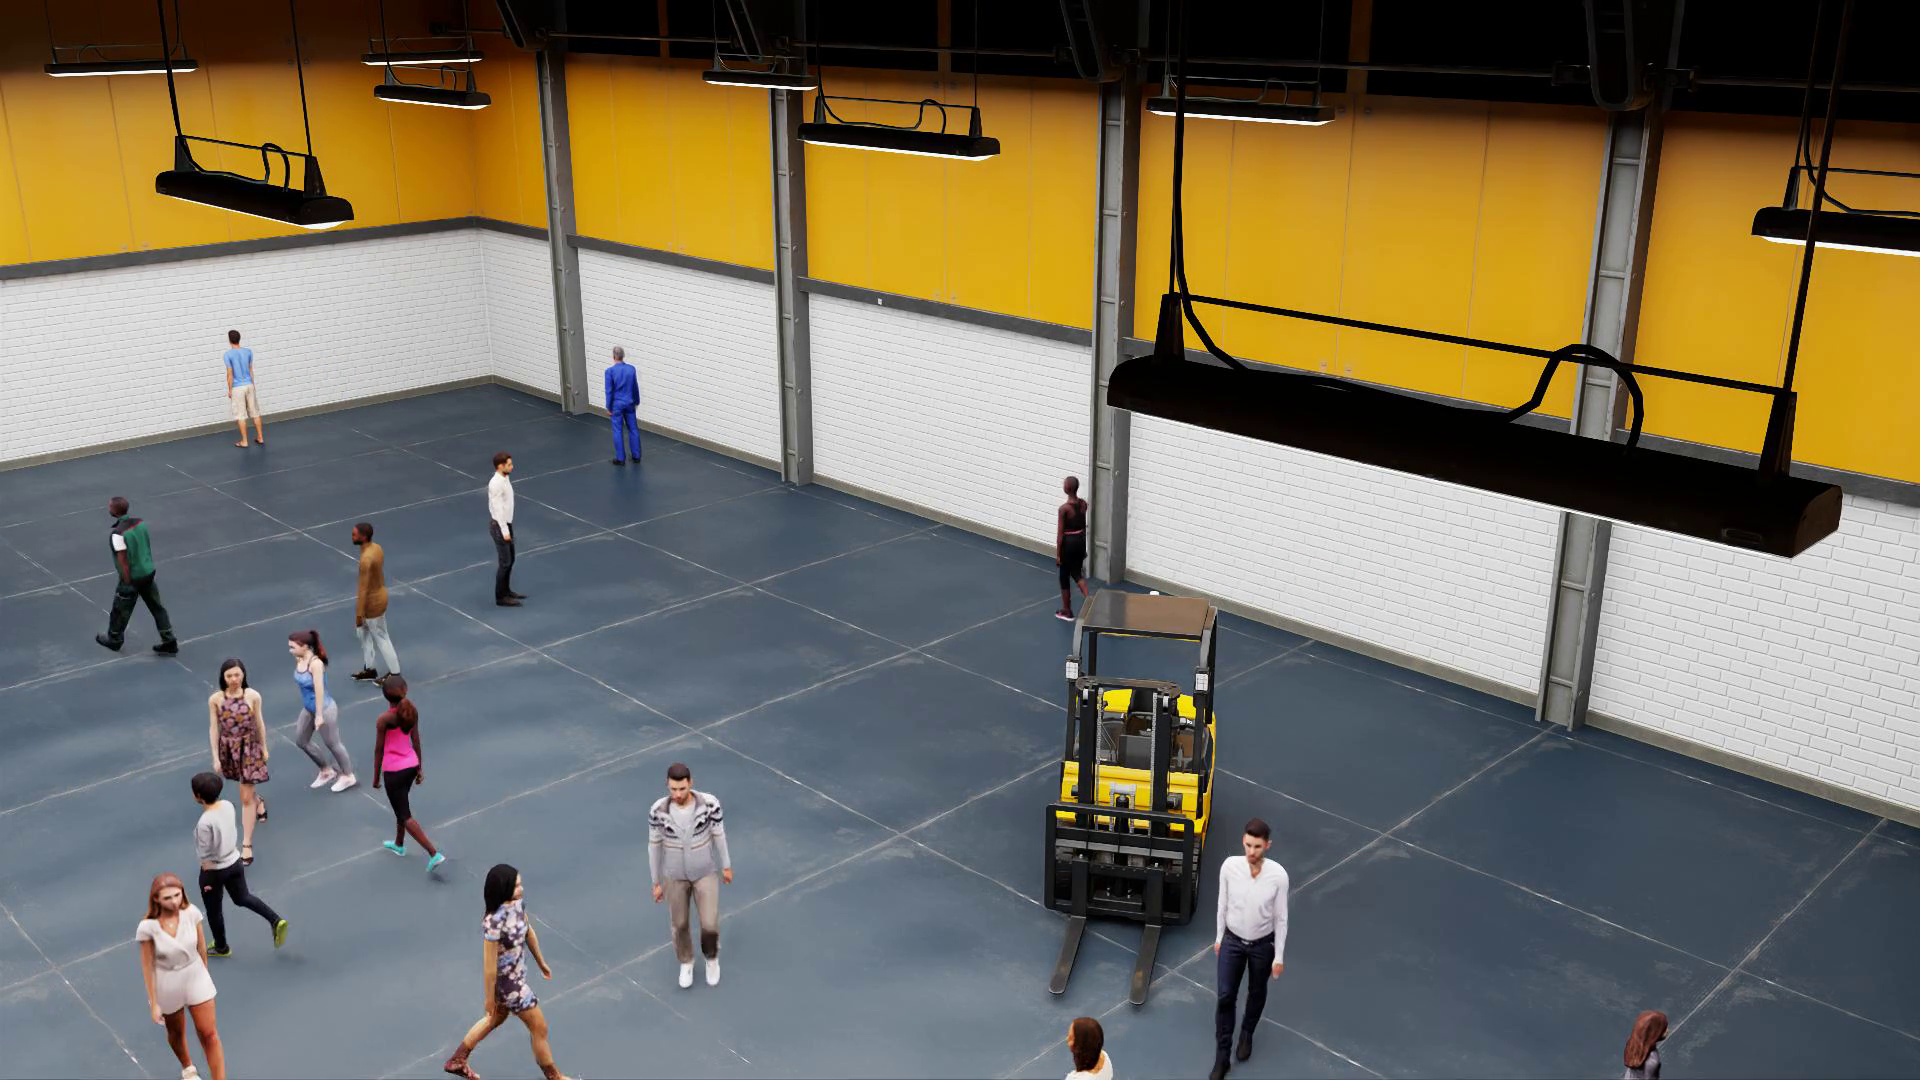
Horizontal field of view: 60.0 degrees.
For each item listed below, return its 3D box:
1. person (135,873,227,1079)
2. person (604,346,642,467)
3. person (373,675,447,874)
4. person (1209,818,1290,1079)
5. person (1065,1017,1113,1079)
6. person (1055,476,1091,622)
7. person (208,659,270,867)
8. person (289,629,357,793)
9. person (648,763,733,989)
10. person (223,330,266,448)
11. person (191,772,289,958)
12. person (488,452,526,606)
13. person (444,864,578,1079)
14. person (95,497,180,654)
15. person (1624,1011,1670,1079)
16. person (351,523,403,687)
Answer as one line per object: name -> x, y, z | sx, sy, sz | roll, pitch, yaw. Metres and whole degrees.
person -> -5.165, 2.921, 10.957 | 0.682, 1.655, 1.054 | -12, 22, -33
person -> -5.172, -2.066, 25.498 | 0.765, 1.826, 0.605 | -13, 23, -34
person -> -4.583, 1.954, 13.760 | 1.138, 1.699, 0.738 | 11, 21, 29
person -> 1.993, 2.692, 11.336 | 1.041, 1.848, 0.984 | 6, 20, 17
person -> 0.792, 3.449, 9.368 | 0.845, 1.669, 0.740 | 10, 21, 27
person -> 1.356, 0.136, 19.085 | 0.673, 1.746, 0.878 | -13, 23, -34
person -> -6.098, 1.818, 14.122 | 0.982, 1.726, 1.239 | -5, 19, -14
person -> -5.791, 1.541, 15.168 | 0.573, 1.584, 0.676 | 15, 24, 38
person -> -1.980, 2.402, 12.225 | 0.853, 1.830, 0.887 | -2, 19, -5
person -> -11.439, -2.427, 26.512 | 0.588, 1.863, 0.672 | 14, 23, 35
person -> -5.477, 2.467, 12.493 | 1.008, 1.535, 0.865 | 4, 19, 11
person -> -5.437, -0.126, 19.685 | 0.815, 1.859, 0.730 | -2, 19, -5
person -> -3.044, 2.908, 10.933 | 1.195, 1.695, 1.116 | 0, 19, 1
person -> -8.906, 0.426, 18.154 | 1.254, 1.790, 1.082 | 4, 19, 12
person -> 4.238, 3.409, 10.370 | 0.576, 1.105, 0.534 | 3, 19, 8
person -> -6.034, 0.679, 17.390 | 0.933, 1.799, 0.882 | -3, 19, -8
